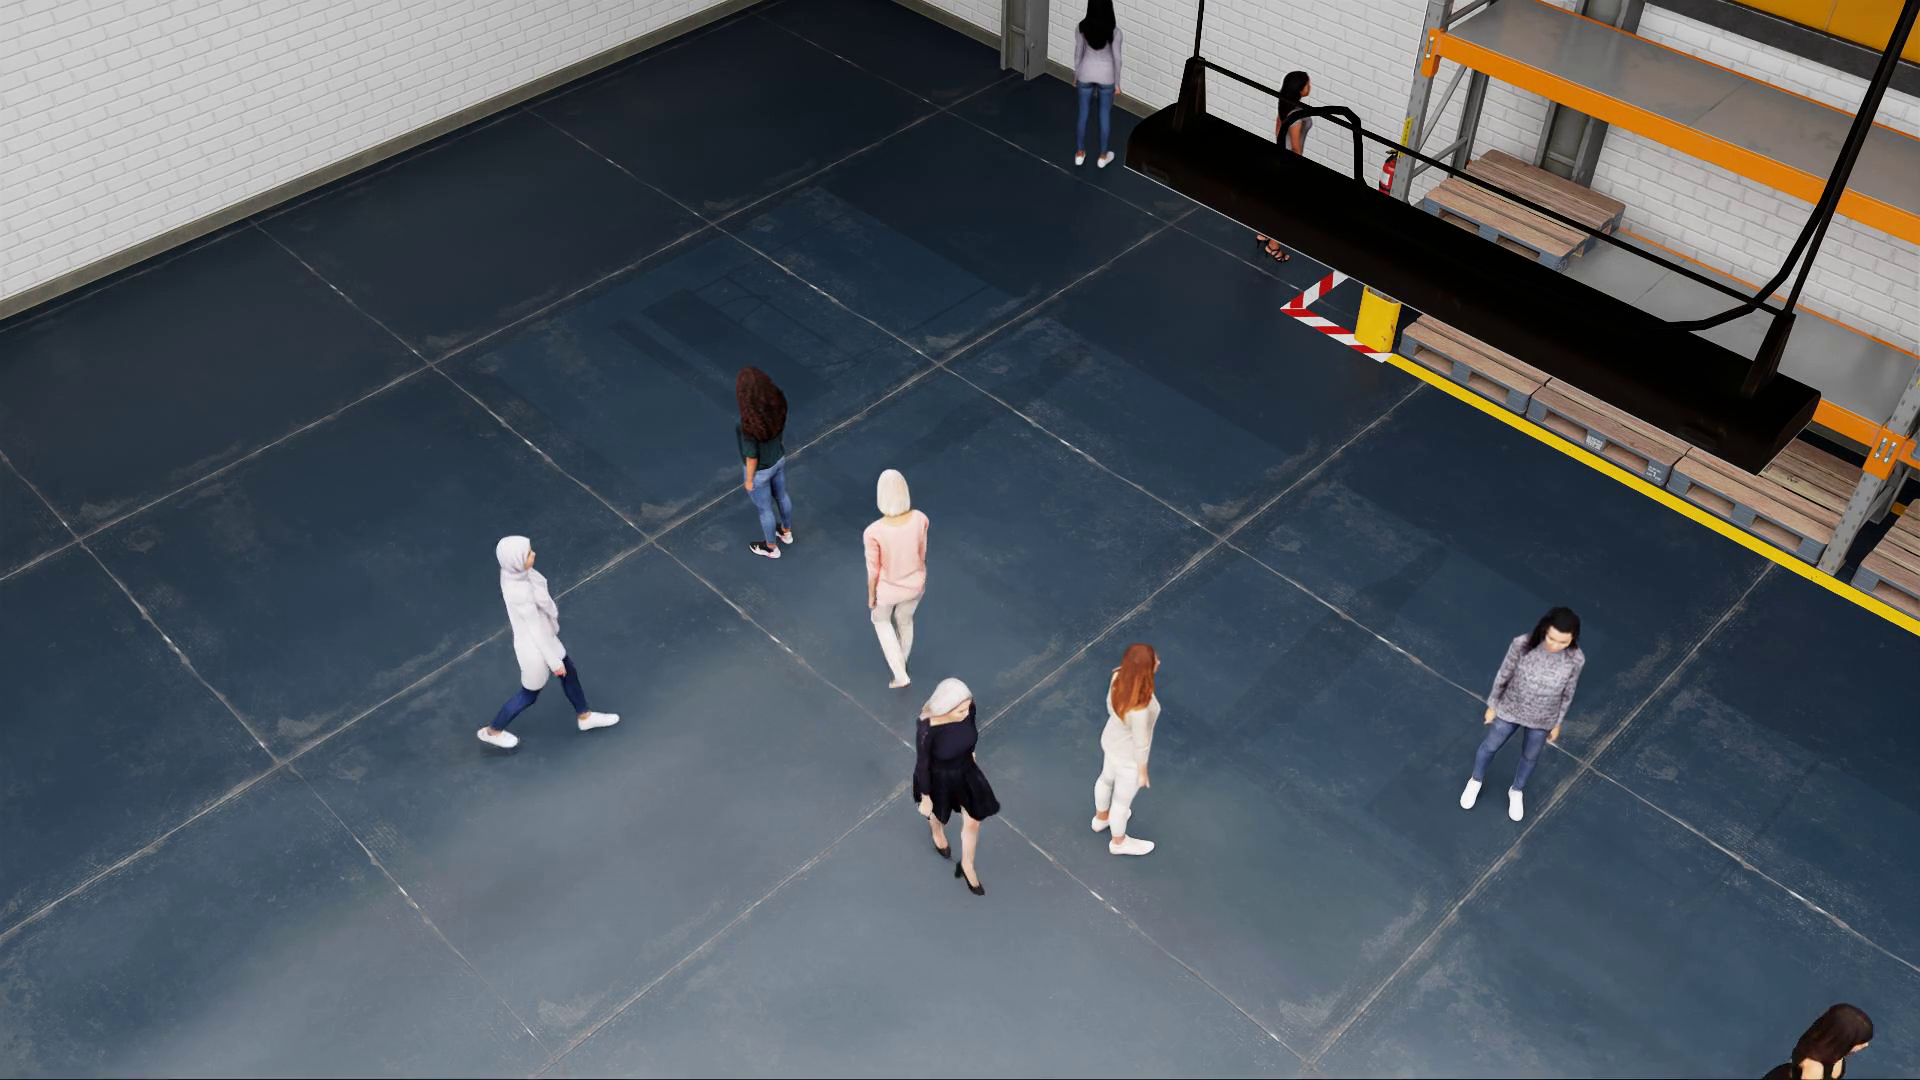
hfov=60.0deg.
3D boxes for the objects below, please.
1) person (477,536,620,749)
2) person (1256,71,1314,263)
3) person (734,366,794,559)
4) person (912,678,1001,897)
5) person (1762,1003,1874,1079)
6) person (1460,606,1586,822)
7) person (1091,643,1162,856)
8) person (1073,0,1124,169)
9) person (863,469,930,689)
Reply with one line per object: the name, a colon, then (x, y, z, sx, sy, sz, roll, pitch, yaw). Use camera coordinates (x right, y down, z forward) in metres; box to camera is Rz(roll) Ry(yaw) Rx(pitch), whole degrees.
person: (-2.726, 0.694, 10.335, 1.064, 1.742, 1.139, -8, 44, -9)
person: (2.823, -3.251, 14.449, 0.734, 1.781, 0.637, -8, 44, -8)
person: (-1.380, -0.547, 11.731, 0.651, 1.615, 0.648, 24, 49, 23)
person: (-0.125, 1.334, 9.676, 0.684, 1.726, 0.835, -27, 50, -25)
person: (4.007, 2.741, 8.288, 0.569, 1.603, 1.033, -33, 53, -30)
person: (3.416, 1.015, 10.003, 0.612, 1.736, 0.743, 13, 45, 13)
person: (0.968, 1.224, 9.802, 0.748, 1.711, 0.632, -12, 45, -12)
person: (1.276, -4.320, 15.604, 0.623, 1.735, 0.747, 12, 45, 12)
person: (-0.352, 0.345, 10.730, 0.766, 1.703, 0.876, -18, 46, -18)
